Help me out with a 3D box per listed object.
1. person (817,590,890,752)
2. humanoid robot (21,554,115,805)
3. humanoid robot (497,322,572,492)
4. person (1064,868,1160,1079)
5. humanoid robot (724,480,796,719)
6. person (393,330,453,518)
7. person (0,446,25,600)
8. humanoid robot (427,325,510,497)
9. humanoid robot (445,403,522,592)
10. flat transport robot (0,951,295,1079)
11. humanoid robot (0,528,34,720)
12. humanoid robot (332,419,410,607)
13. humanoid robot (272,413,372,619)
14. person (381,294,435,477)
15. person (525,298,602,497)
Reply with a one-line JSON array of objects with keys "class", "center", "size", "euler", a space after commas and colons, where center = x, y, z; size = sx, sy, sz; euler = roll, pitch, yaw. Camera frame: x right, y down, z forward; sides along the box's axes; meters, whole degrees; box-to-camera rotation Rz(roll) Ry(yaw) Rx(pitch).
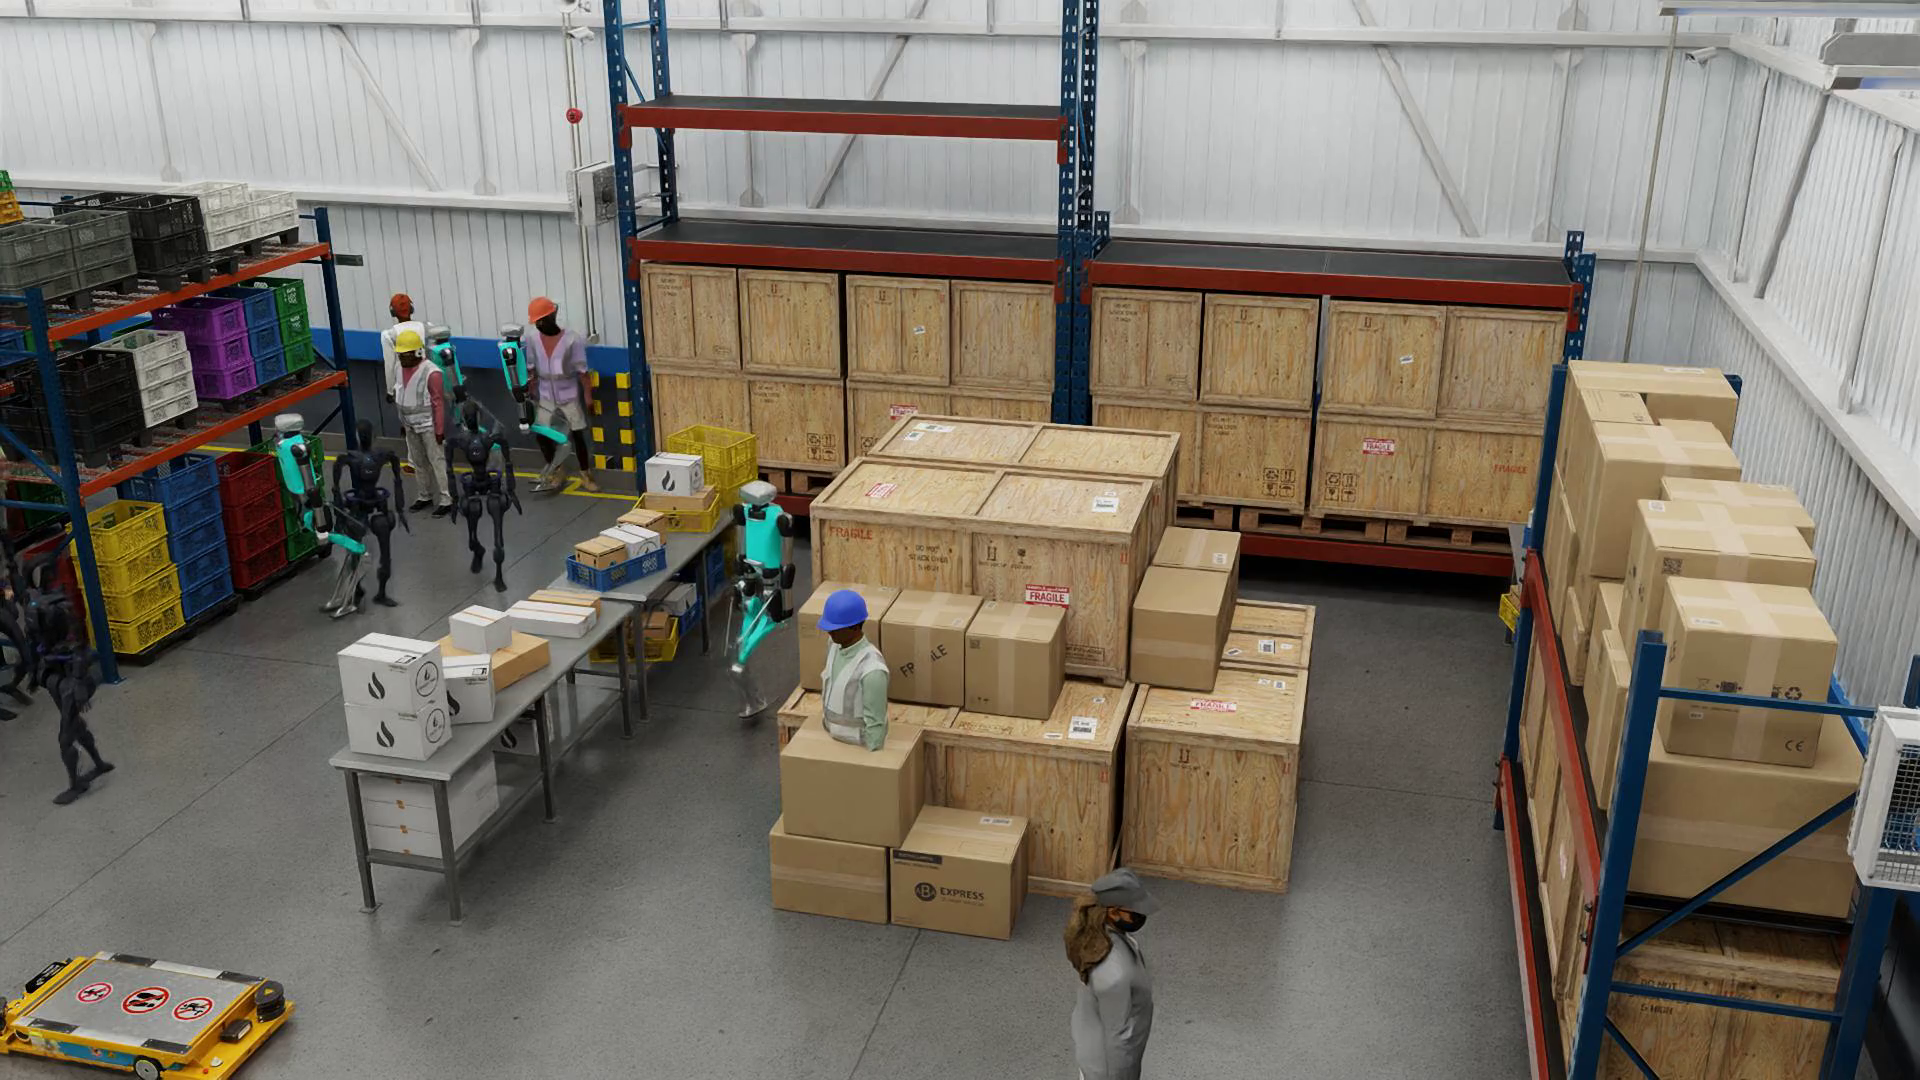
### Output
[{"class": "person", "center": [-0.615, 1.177, 9.636], "size": [0.411, 1.939, 0.602], "euler": [-11, 23, -26]}, {"class": "humanoid robot", "center": [-5.858, 0.873, 10.792], "size": [0.602, 1.643, 0.546], "euler": [11, 23, 26]}, {"class": "humanoid robot", "center": [-4.066, -1.306, 16.212], "size": [0.735, 1.681, 0.533], "euler": [-4, 21, -10]}, {"class": "person", "center": [0.635, 2.196, 7.199], "size": [0.394, 1.767, 0.573], "euler": [-1, 21, -4]}, {"class": "humanoid robot", "center": [-1.490, 0.507, 11.687], "size": [0.542, 1.794, 0.832], "euler": [15, 25, 34]}, {"class": "person", "center": [-5.107, -1.105, 15.766], "size": [0.589, 1.824, 0.405], "euler": [12, 24, 29]}, {"class": "person", "center": [-8.166, -0.406, 13.923], "size": [0.431, 1.833, 0.620], "euler": [-4, 21, -11]}, {"class": "humanoid robot", "center": [-4.706, -1.250, 16.282], "size": [0.821, 1.785, 0.598], "euler": [-12, 24, -29]}, {"class": "humanoid robot", "center": [-4.058, -0.415, 14.188], "size": [0.584, 1.633, 0.662], "euler": [-6, 22, -15]}, {"class": "flat transport robot", "center": [-4.270, 2.464, 8.601], "size": [1.431, 0.231, 0.659], "euler": [5, 22, 13]}, {"class": "humanoid robot", "center": [-6.876, 0.492, 11.772], "size": [0.346, 1.647, 0.596], "euler": [8, 22, 20]}, {"class": "humanoid robot", "center": [-4.854, -0.218, 13.648], "size": [0.596, 1.645, 0.412], "euler": [-11, 23, -26]}, {"class": "humanoid robot", "center": [-5.103, -0.218, 13.502], "size": [0.700, 1.750, 0.530], "euler": [-17, 27, -38]}, {"class": "person", "center": [-5.561, -1.576, 16.904], "size": [0.573, 1.887, 0.355], "euler": [-19, 28, -40]}, {"class": "person", "center": [-3.944, -1.390, 16.248], "size": [0.709, 2.006, 0.514], "euler": [3, 21, 8]}]
